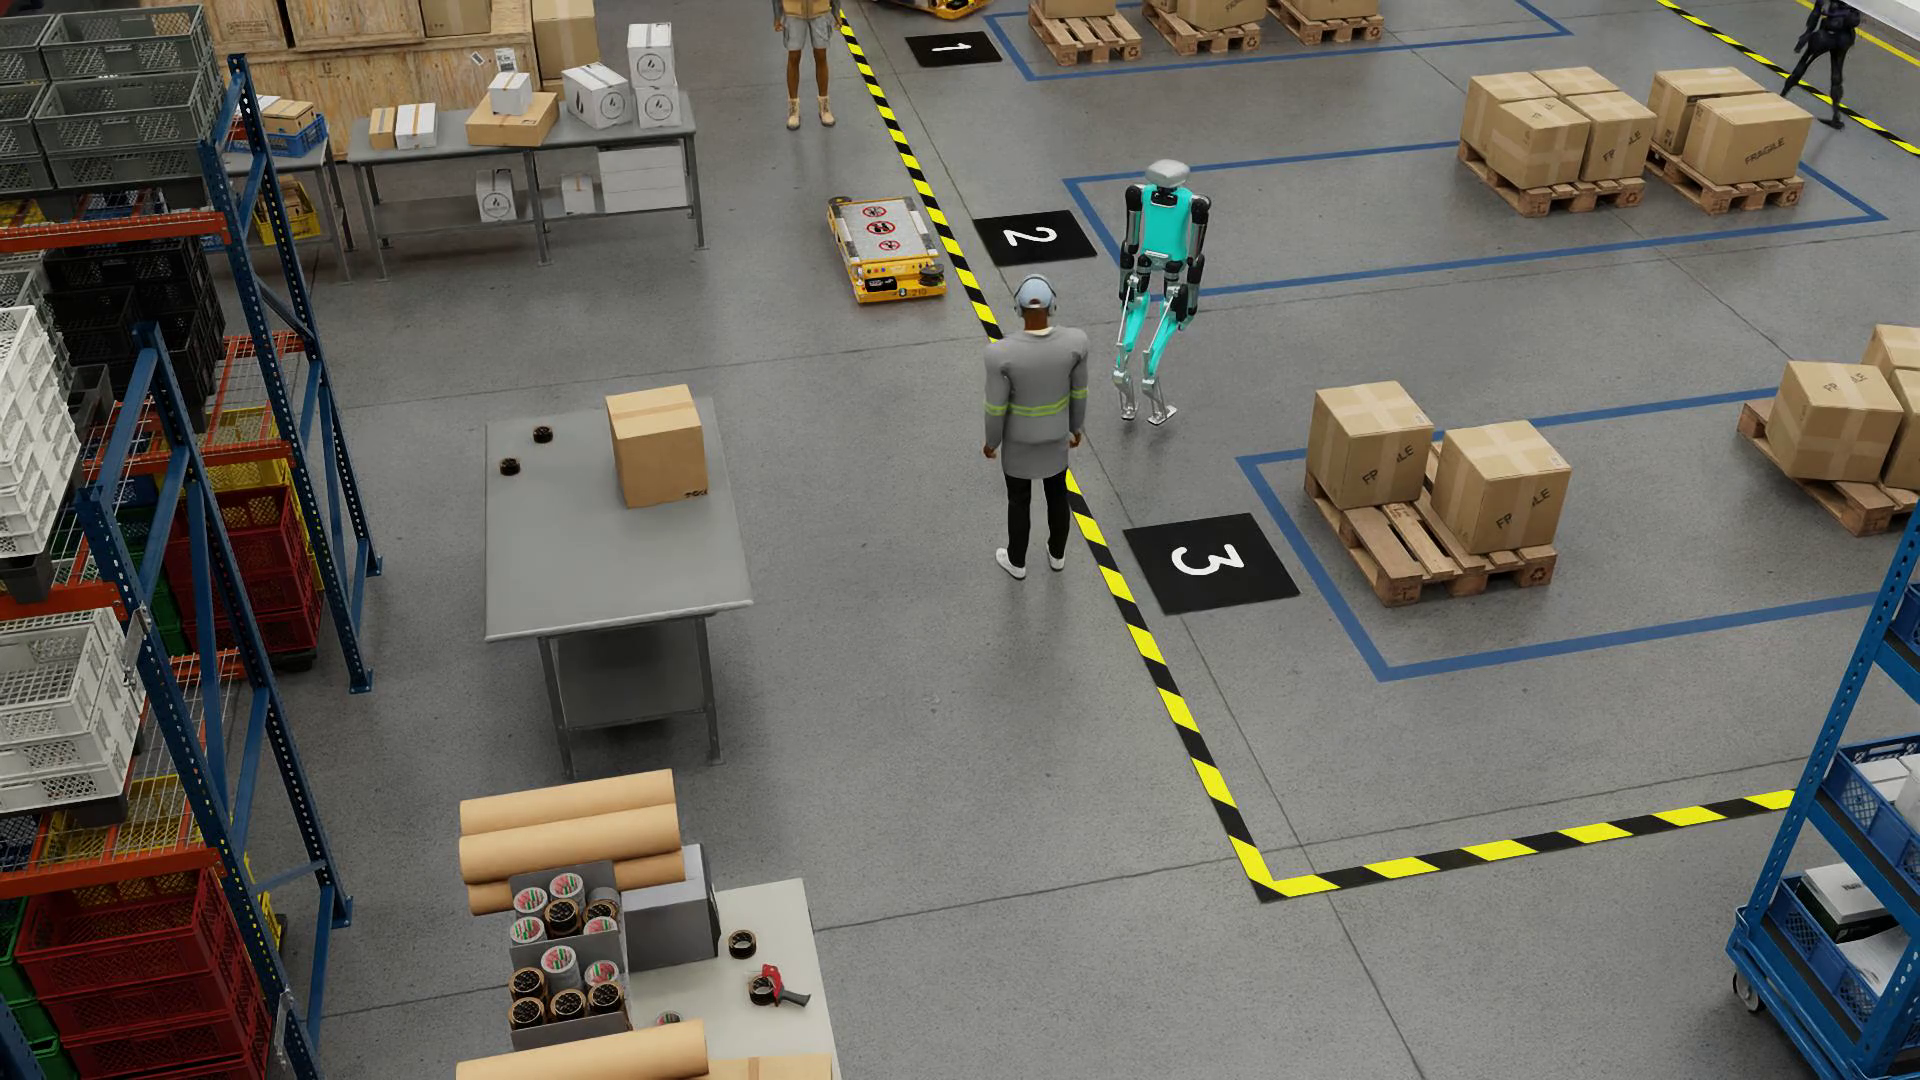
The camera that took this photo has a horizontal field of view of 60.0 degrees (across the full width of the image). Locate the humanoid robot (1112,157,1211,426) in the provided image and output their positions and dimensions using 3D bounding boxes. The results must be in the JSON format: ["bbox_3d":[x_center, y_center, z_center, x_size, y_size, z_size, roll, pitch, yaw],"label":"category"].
[{"bbox_3d":[1.140,-1.431,10.134,0.533,1.677,0.735,17,40,21],"label":"humanoid robot"}]

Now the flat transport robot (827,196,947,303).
[{"bbox_3d":[-0.570,-2.220,12.538,0.659,0.231,1.431,-8,37,-10],"label":"flat transport robot"}]

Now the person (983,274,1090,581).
[{"bbox_3d":[0.400,-0.605,9.045,0.587,1.847,0.396,-10,38,-13],"label":"person"}]

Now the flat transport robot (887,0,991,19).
[{"bbox_3d":[-0.446,-5.708,17.202,1.431,0.197,0.652,24,43,29],"label":"flat transport robot"}]

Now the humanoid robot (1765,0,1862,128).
[{"bbox_3d":[7.526,-4.437,14.373,0.610,1.619,0.777,-15,39,-19],"label":"humanoid robot"}]

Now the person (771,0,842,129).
[{"bbox_3d":[-1.298,-4.501,14.126,0.604,2.035,0.389,-6,37,-7],"label":"person"}]
